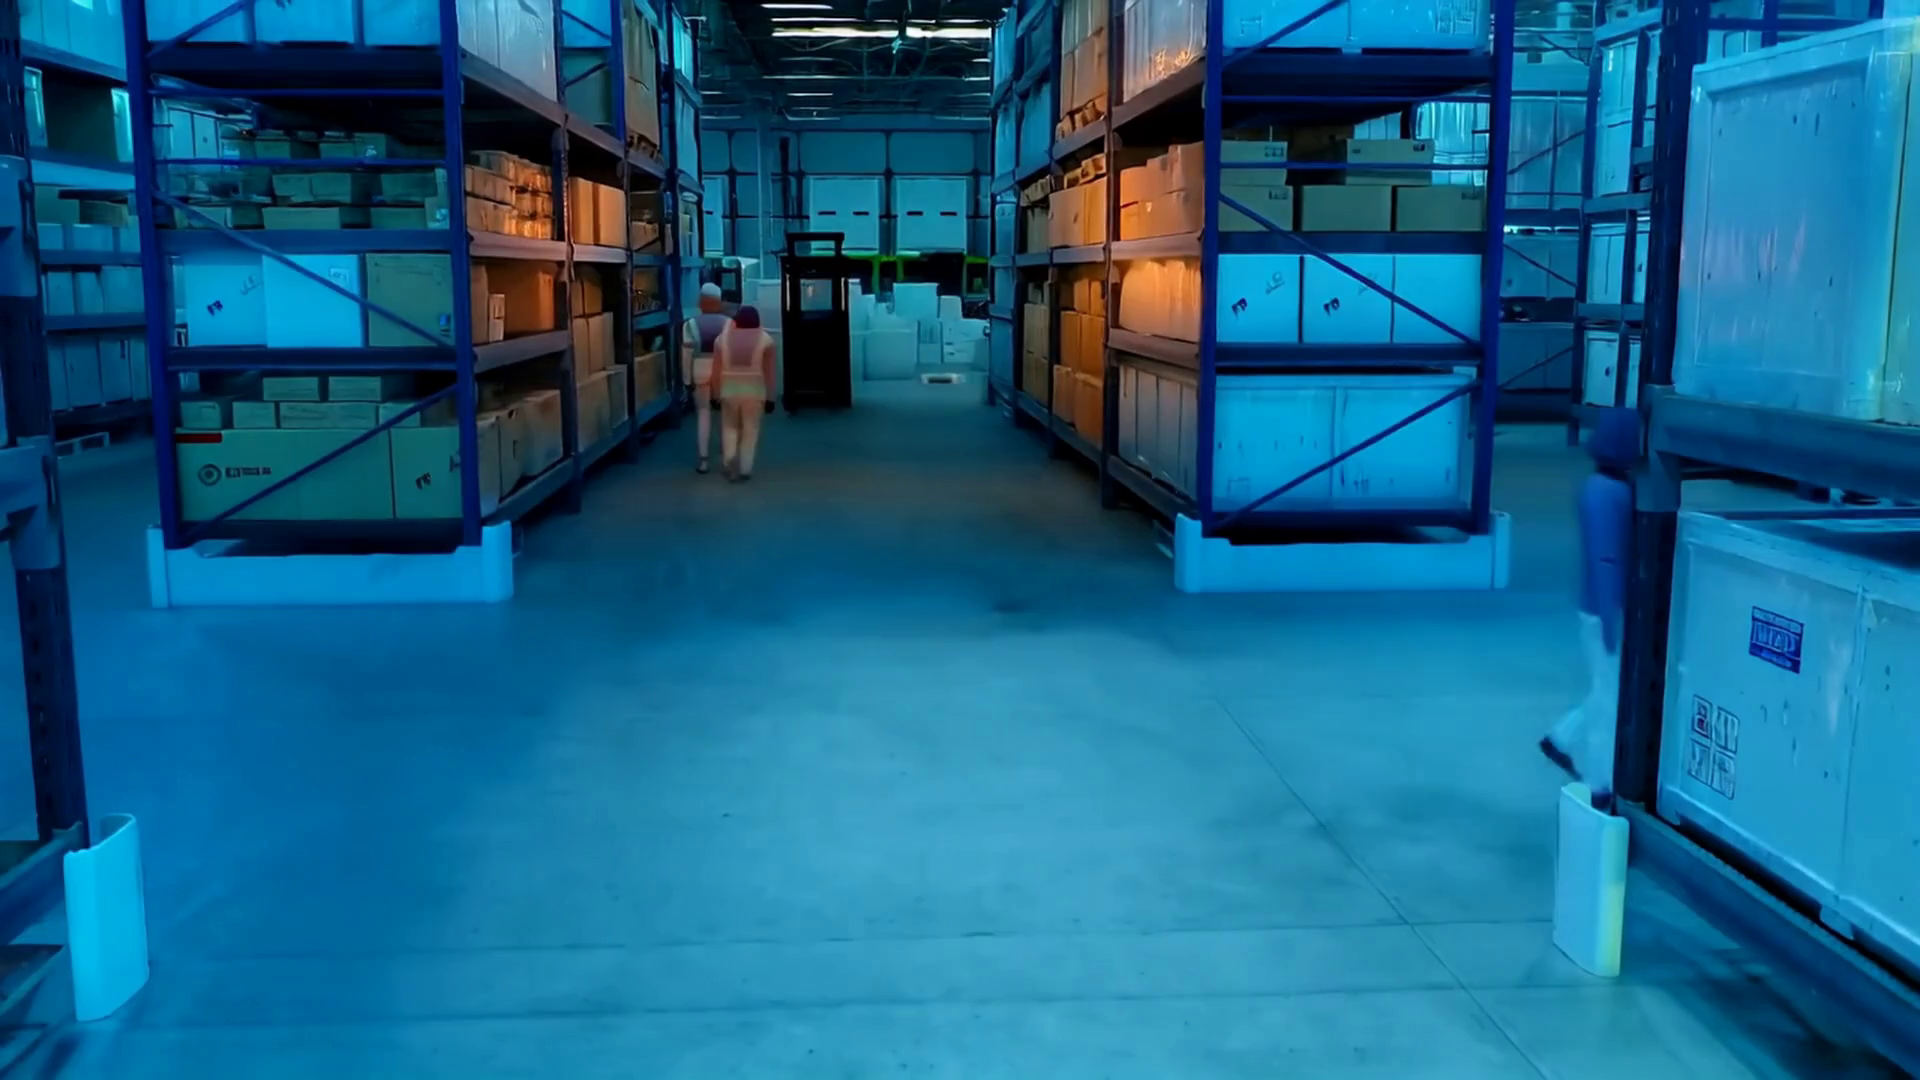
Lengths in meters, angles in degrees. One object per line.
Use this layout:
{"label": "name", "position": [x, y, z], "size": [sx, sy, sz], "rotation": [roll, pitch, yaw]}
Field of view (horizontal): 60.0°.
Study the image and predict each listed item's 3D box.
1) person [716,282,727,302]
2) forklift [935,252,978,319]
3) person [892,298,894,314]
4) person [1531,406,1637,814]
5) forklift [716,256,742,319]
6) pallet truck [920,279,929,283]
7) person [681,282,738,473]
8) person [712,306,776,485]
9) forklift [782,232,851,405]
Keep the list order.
{"label": "person", "position": [-9.006, -8.712, 62.172], "size": [0.576, 1.881, 0.339], "rotation": [0, 9, 2]}
{"label": "forklift", "position": [-0.304, -7.584, 51.949], "size": [1.129, 2.768, 1.873], "rotation": [-5, 10, -30]}
{"label": "person", "position": [-1.454, -5.634, 42.746], "size": [0.592, 1.915, 0.391], "rotation": [-4, 10, -22]}
{"label": "person", "position": [2.539, 0.279, 6.519], "size": [0.397, 1.617, 0.523], "rotation": [4, 10, 25]}
{"label": "forklift", "position": [-8.573, -9.185, 62.001], "size": [1.129, 2.768, 1.873], "rotation": [-1, 9, -4]}
{"label": "pallet truck", "position": [-0.932, -8.922, 63.114], "size": [1.885, 1.965, 0.823], "rotation": [2, 9, 13]}
{"label": "person", "position": [-2.675, -1.737, 17.856], "size": [0.609, 2.044, 0.397], "rotation": [-2, 9, -13]}
{"label": "person", "position": [-2.171, -1.441, 16.751], "size": [0.667, 1.813, 0.511], "rotation": [0, 9, -2]}
{"label": "forklift", "position": [-2.377, -3.690, 27.498], "size": [1.129, 2.768, 1.873], "rotation": [-1, 9, -4]}
